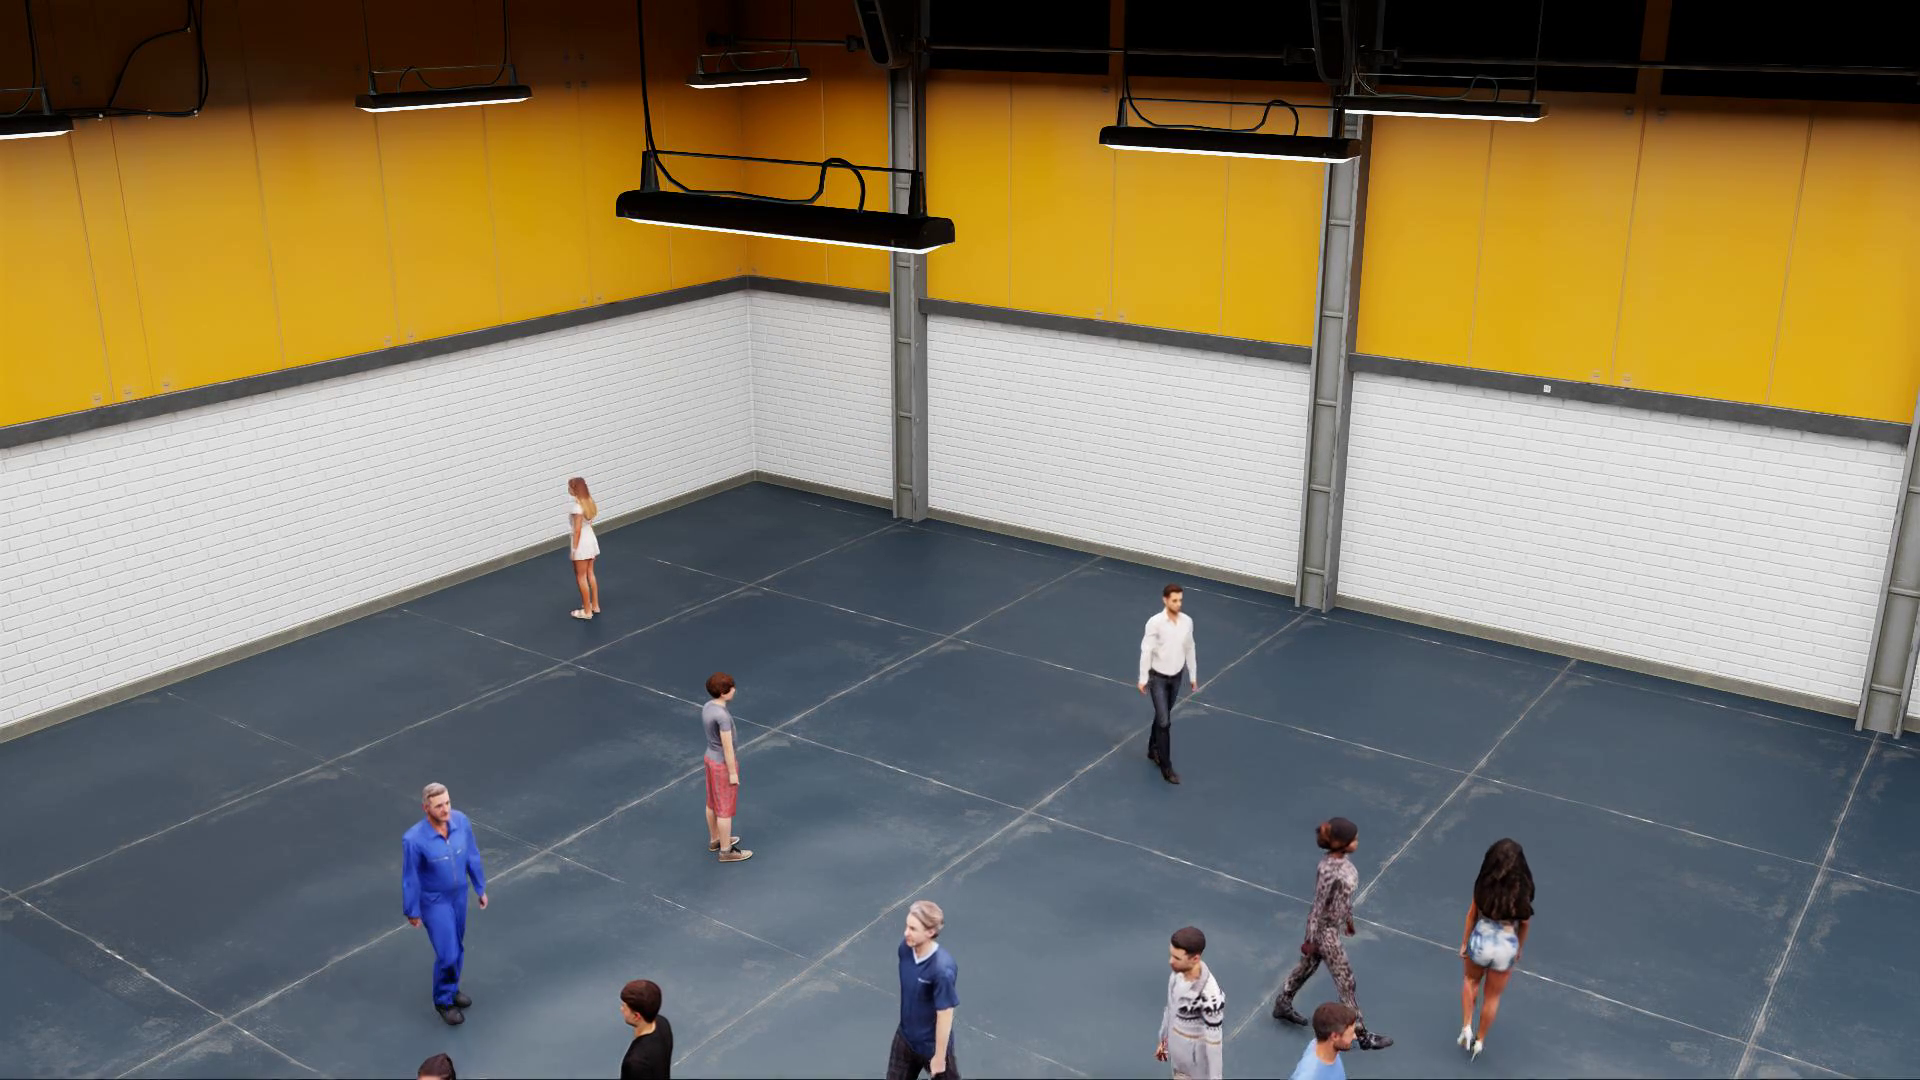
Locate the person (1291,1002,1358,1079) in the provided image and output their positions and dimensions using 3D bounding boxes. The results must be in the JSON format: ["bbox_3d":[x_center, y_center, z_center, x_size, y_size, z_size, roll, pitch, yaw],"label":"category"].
[{"bbox_3d":[1.849,3.356,9.267,0.838,1.842,0.674,13,23,34],"label":"person"}]

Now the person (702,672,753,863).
[{"bbox_3d":[-2.006,1.886,13.932,0.720,1.651,0.604,-10,21,-27],"label":"person"}]

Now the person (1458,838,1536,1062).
[{"bbox_3d":[3.595,2.832,11.214,0.648,1.593,0.745,4,19,12],"label":"person"}]

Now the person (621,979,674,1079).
[{"bbox_3d":[-1.746,3.300,9.402,0.778,1.862,0.764,1,19,2],"label":"person"}]

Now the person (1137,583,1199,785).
[{"bbox_3d":[1.858,1.261,15.475,0.950,1.850,1.084,-10,21,-27],"label":"person"}]

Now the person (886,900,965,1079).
[{"bbox_3d":[-0.131,3.052,10.208,0.950,1.817,1.208,-14,23,-36],"label":"person"}]

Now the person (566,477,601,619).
[{"bbox_3d":[-4.359,0.071,19.259,0.670,1.689,0.665,6,19,17],"label":"person"}]

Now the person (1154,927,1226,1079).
[{"bbox_3d":[1.480,3.123,9.975,1.014,1.830,0.954,-4,19,-11],"label":"person"}]

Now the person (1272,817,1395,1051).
[{"bbox_3d":[2.450,2.688,11.520,1.126,1.669,0.669,11,21,29],"label":"person"}]

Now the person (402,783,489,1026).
[{"bbox_3d":[-3.732,2.516,11.803,0.674,1.815,0.736,11,21,29],"label":"person"}]
